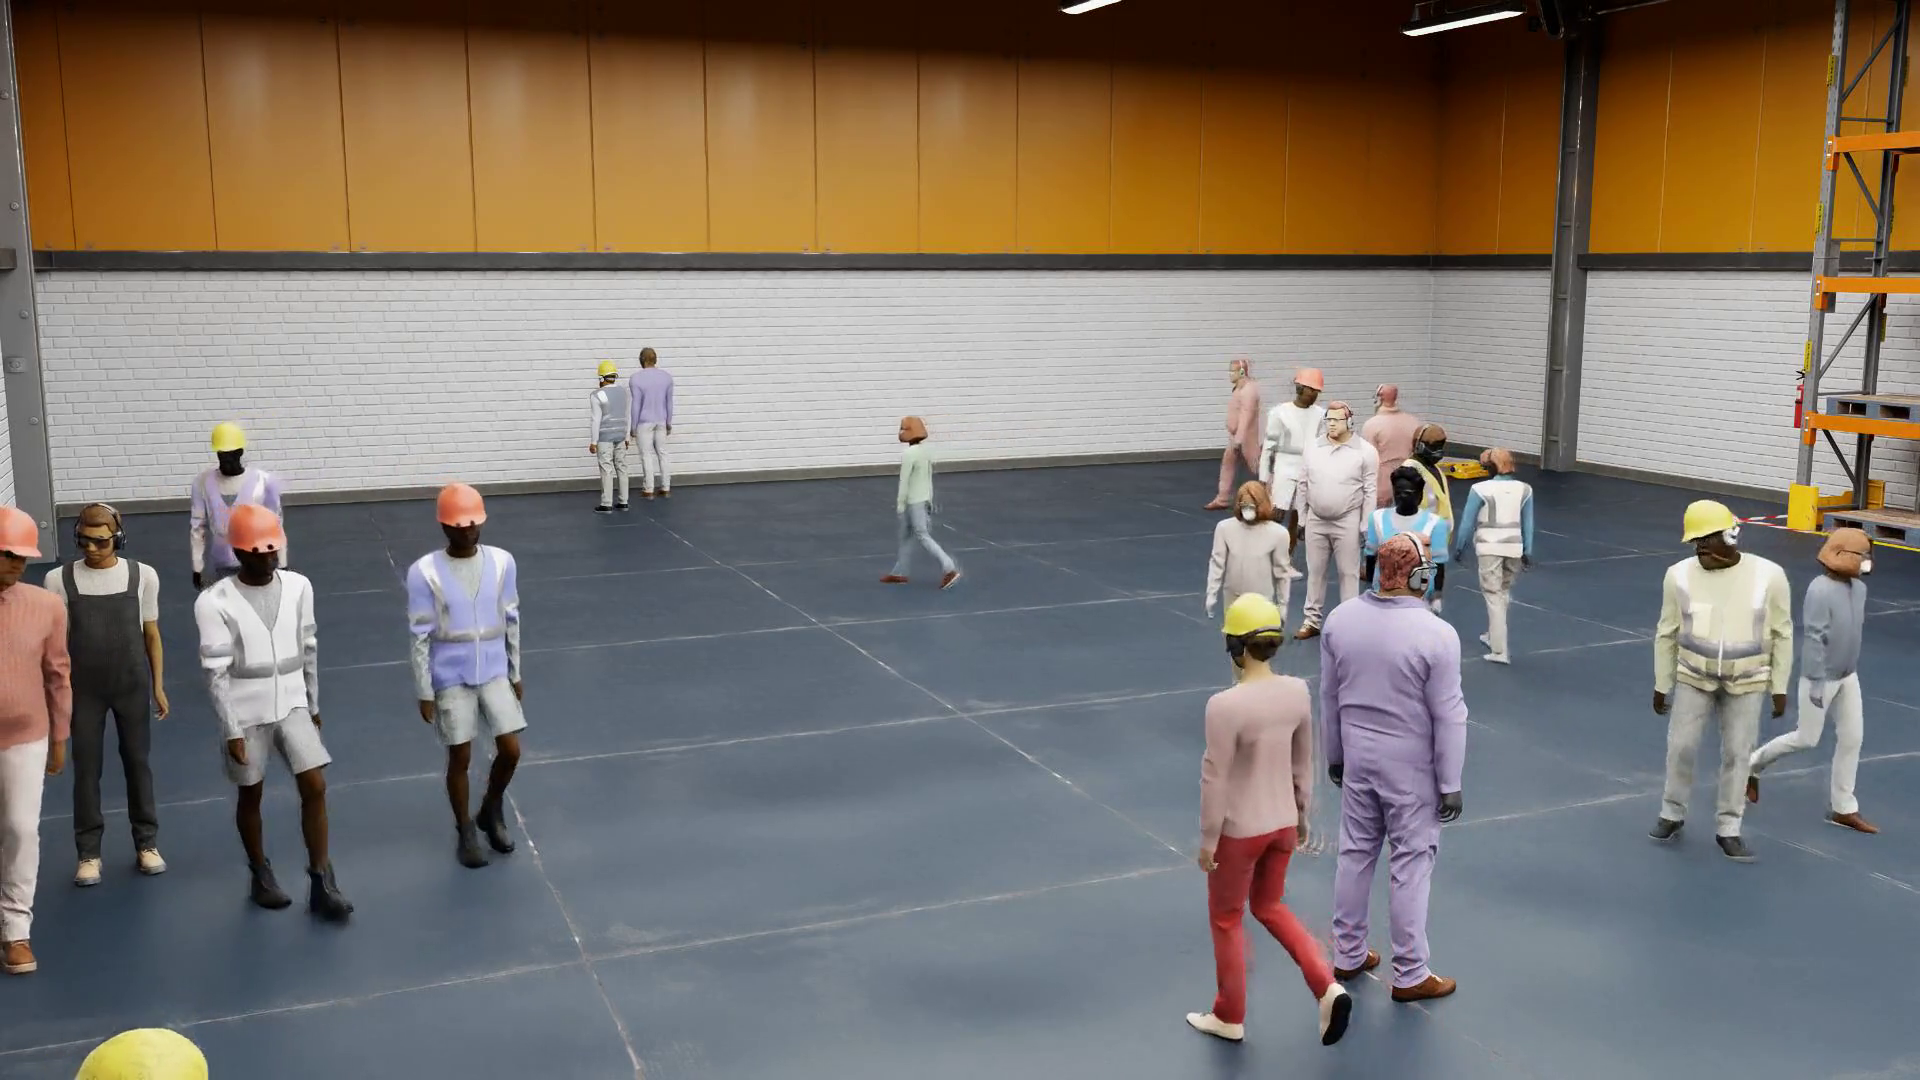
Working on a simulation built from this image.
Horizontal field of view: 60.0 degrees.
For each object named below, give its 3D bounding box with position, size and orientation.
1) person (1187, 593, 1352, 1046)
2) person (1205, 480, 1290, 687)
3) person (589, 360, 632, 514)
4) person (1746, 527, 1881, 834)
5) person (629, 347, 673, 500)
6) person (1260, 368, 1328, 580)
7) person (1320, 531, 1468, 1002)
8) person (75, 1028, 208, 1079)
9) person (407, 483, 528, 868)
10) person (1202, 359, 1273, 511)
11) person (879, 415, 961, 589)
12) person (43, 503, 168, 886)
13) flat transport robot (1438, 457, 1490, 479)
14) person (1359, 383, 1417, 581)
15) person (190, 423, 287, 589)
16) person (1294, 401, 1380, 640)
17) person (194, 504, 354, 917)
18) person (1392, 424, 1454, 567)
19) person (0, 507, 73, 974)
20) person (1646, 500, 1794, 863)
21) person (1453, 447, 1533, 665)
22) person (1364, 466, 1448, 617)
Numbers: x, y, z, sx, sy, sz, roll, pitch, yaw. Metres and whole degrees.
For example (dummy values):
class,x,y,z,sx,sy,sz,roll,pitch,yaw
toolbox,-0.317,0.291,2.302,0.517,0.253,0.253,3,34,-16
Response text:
class,x,y,z,sx,sy,sz,roll,pitch,yaw
person,1.152,1.077,6.209,0.527,1.746,0.583,-7,12,-38
person,1.868,0.402,10.776,0.510,1.621,0.601,5,11,30
person,-4.202,-1.232,19.939,0.403,1.833,0.591,7,12,38
person,4.548,0.711,8.830,0.505,1.608,0.686,-5,11,-29
person,-3.920,-1.481,21.129,0.635,1.936,0.356,-9,13,-43
person,3.144,-0.613,15.666,0.668,2.012,0.545,-3,10,-16
person,1.774,0.906,6.755,0.408,1.906,0.654,-8,12,-39
person,-1.404,1.664,2.804,0.529,1.690,0.866,-5,11,-27
person,-2.399,0.670,8.156,0.556,1.919,0.419,-6,11,-33
person,3.484,-1.260,20.065,0.976,1.860,0.643,-1,9,-5
person,-0.359,-0.349,15.309,0.832,1.600,0.506,4,10,21
person,-4.105,0.731,8.021,0.500,1.840,0.341,-5,11,-30
flat transport robot,6.761,-1.055,23.584,0.652,0.197,1.431,-8,12,-40
person,3.983,-0.511,15.426,0.639,1.888,0.645,-5,11,-28
person,-5.070,0.102,11.723,0.603,1.885,0.980,-1,9,-4
person,2.934,-0.135,13.063,0.637,1.911,0.406,6,11,32
person,-3.073,0.787,7.465,0.815,1.901,0.556,9,13,44
person,3.312,0.086,11.934,0.430,1.840,0.625,6,11,32
person,-4.134,0.821,7.096,0.641,1.966,0.702,-8,12,-38
person,3.814,0.704,8.349,0.637,1.793,0.438,5,11,29
person,4.002,0.098,12.556,0.512,1.607,0.753,-2,10,-15
person,2.822,0.369,10.680,0.553,1.671,0.683,5,10,26
